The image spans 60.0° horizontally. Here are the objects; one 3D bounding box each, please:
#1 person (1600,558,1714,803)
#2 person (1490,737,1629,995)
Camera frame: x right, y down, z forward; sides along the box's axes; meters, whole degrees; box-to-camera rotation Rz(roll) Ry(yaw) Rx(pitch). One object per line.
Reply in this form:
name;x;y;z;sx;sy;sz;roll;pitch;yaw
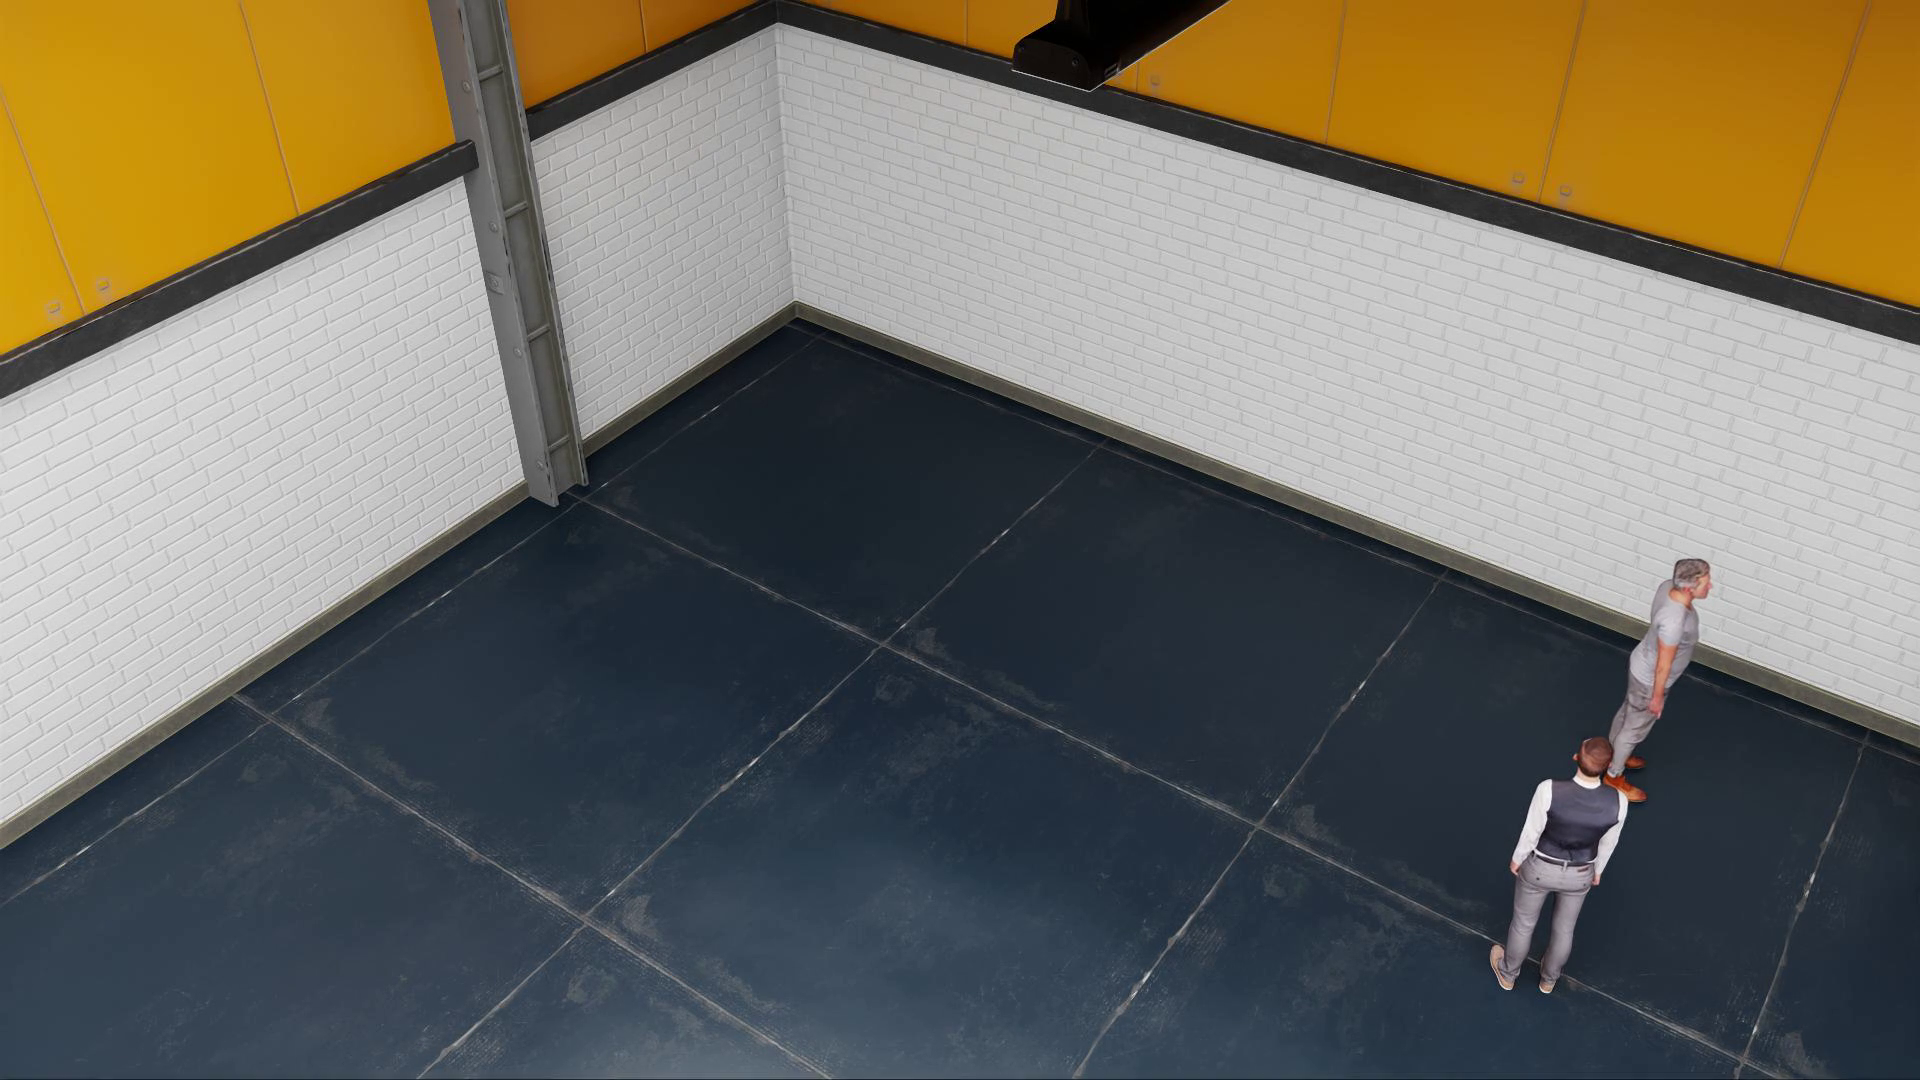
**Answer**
person;4.311;0.828;10.375;0.809;1.831;0.610;12;40;14
person;3.278;1.783;9.094;0.736;1.938;0.713;7;39;9
